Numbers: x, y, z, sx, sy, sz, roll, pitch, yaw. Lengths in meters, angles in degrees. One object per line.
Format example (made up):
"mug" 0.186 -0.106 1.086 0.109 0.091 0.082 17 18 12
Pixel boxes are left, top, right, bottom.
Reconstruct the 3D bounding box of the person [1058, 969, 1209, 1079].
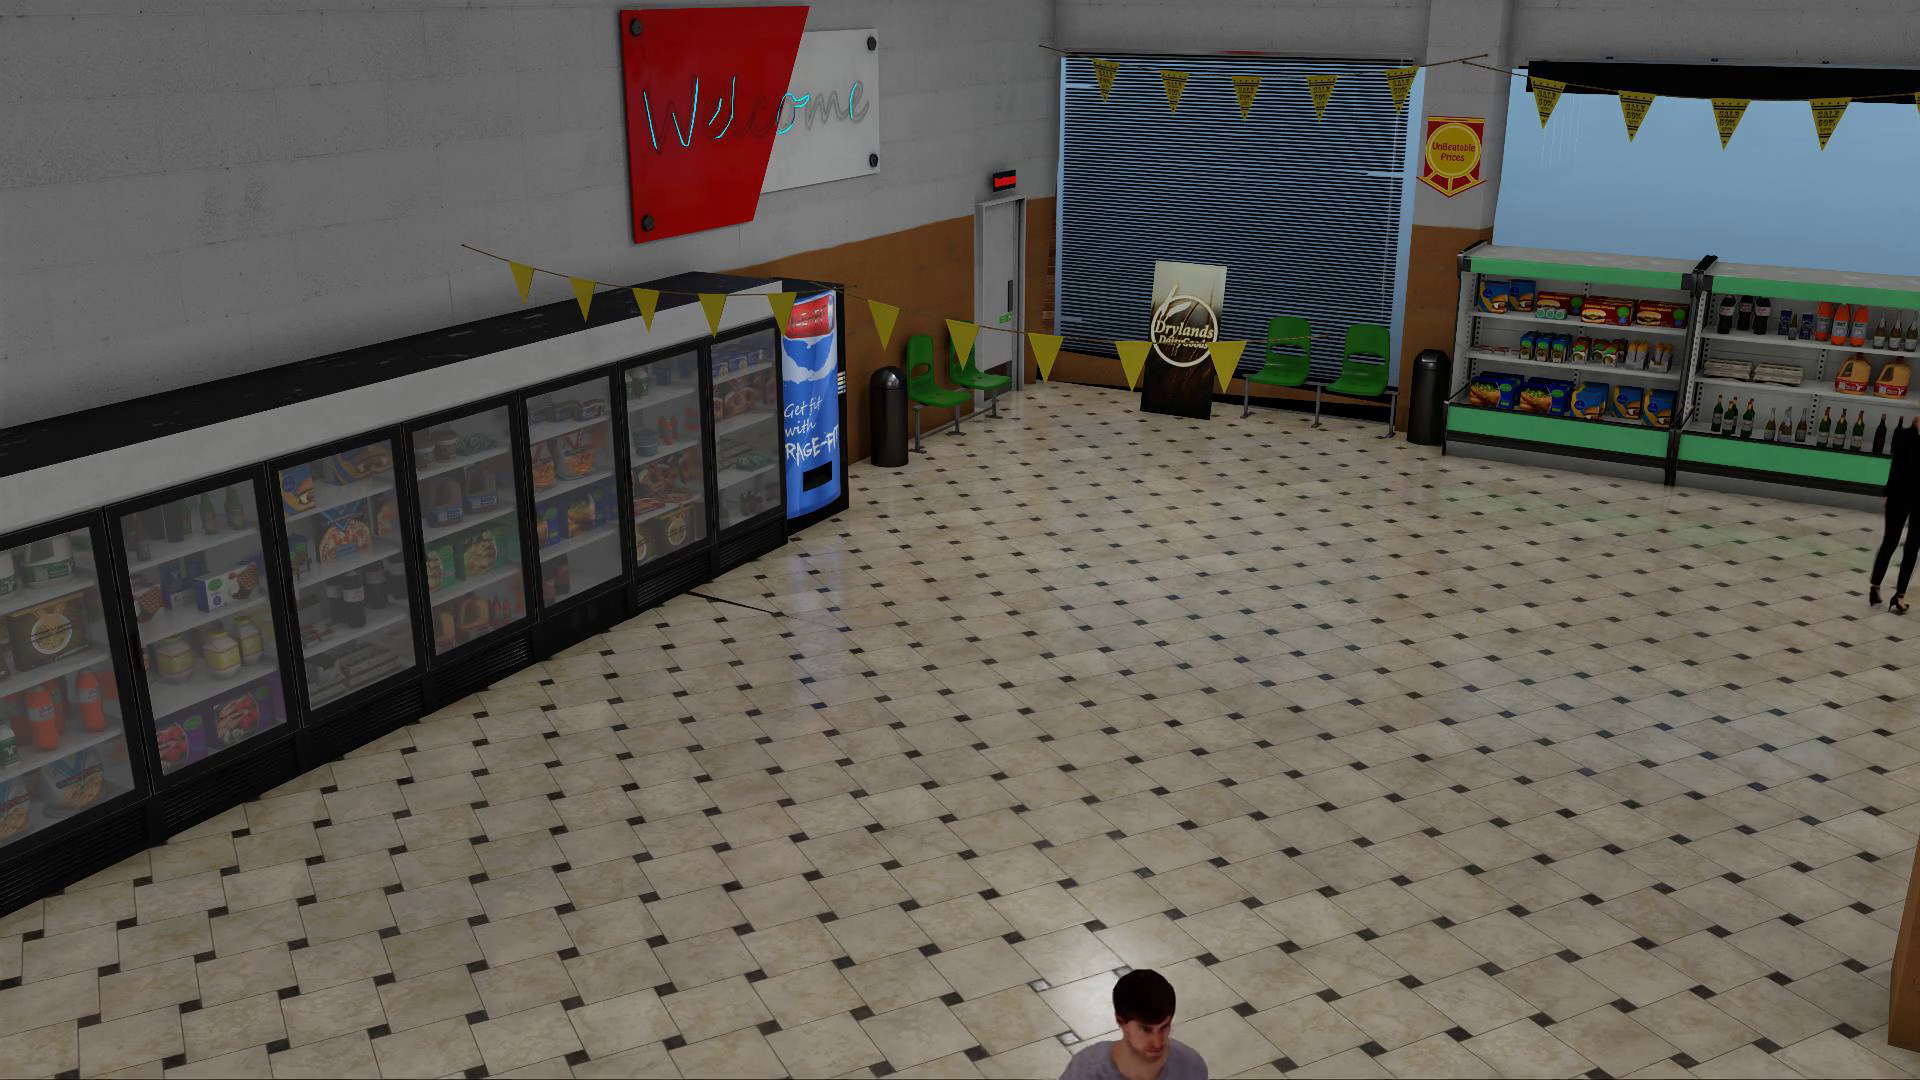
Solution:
"person" 0.500 2.146 5.414 1.223 1.788 1.187 -2 19 -6

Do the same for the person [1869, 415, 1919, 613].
"person" 7.268 -0.264 12.698 0.736 1.701 0.567 -16 25 -40
